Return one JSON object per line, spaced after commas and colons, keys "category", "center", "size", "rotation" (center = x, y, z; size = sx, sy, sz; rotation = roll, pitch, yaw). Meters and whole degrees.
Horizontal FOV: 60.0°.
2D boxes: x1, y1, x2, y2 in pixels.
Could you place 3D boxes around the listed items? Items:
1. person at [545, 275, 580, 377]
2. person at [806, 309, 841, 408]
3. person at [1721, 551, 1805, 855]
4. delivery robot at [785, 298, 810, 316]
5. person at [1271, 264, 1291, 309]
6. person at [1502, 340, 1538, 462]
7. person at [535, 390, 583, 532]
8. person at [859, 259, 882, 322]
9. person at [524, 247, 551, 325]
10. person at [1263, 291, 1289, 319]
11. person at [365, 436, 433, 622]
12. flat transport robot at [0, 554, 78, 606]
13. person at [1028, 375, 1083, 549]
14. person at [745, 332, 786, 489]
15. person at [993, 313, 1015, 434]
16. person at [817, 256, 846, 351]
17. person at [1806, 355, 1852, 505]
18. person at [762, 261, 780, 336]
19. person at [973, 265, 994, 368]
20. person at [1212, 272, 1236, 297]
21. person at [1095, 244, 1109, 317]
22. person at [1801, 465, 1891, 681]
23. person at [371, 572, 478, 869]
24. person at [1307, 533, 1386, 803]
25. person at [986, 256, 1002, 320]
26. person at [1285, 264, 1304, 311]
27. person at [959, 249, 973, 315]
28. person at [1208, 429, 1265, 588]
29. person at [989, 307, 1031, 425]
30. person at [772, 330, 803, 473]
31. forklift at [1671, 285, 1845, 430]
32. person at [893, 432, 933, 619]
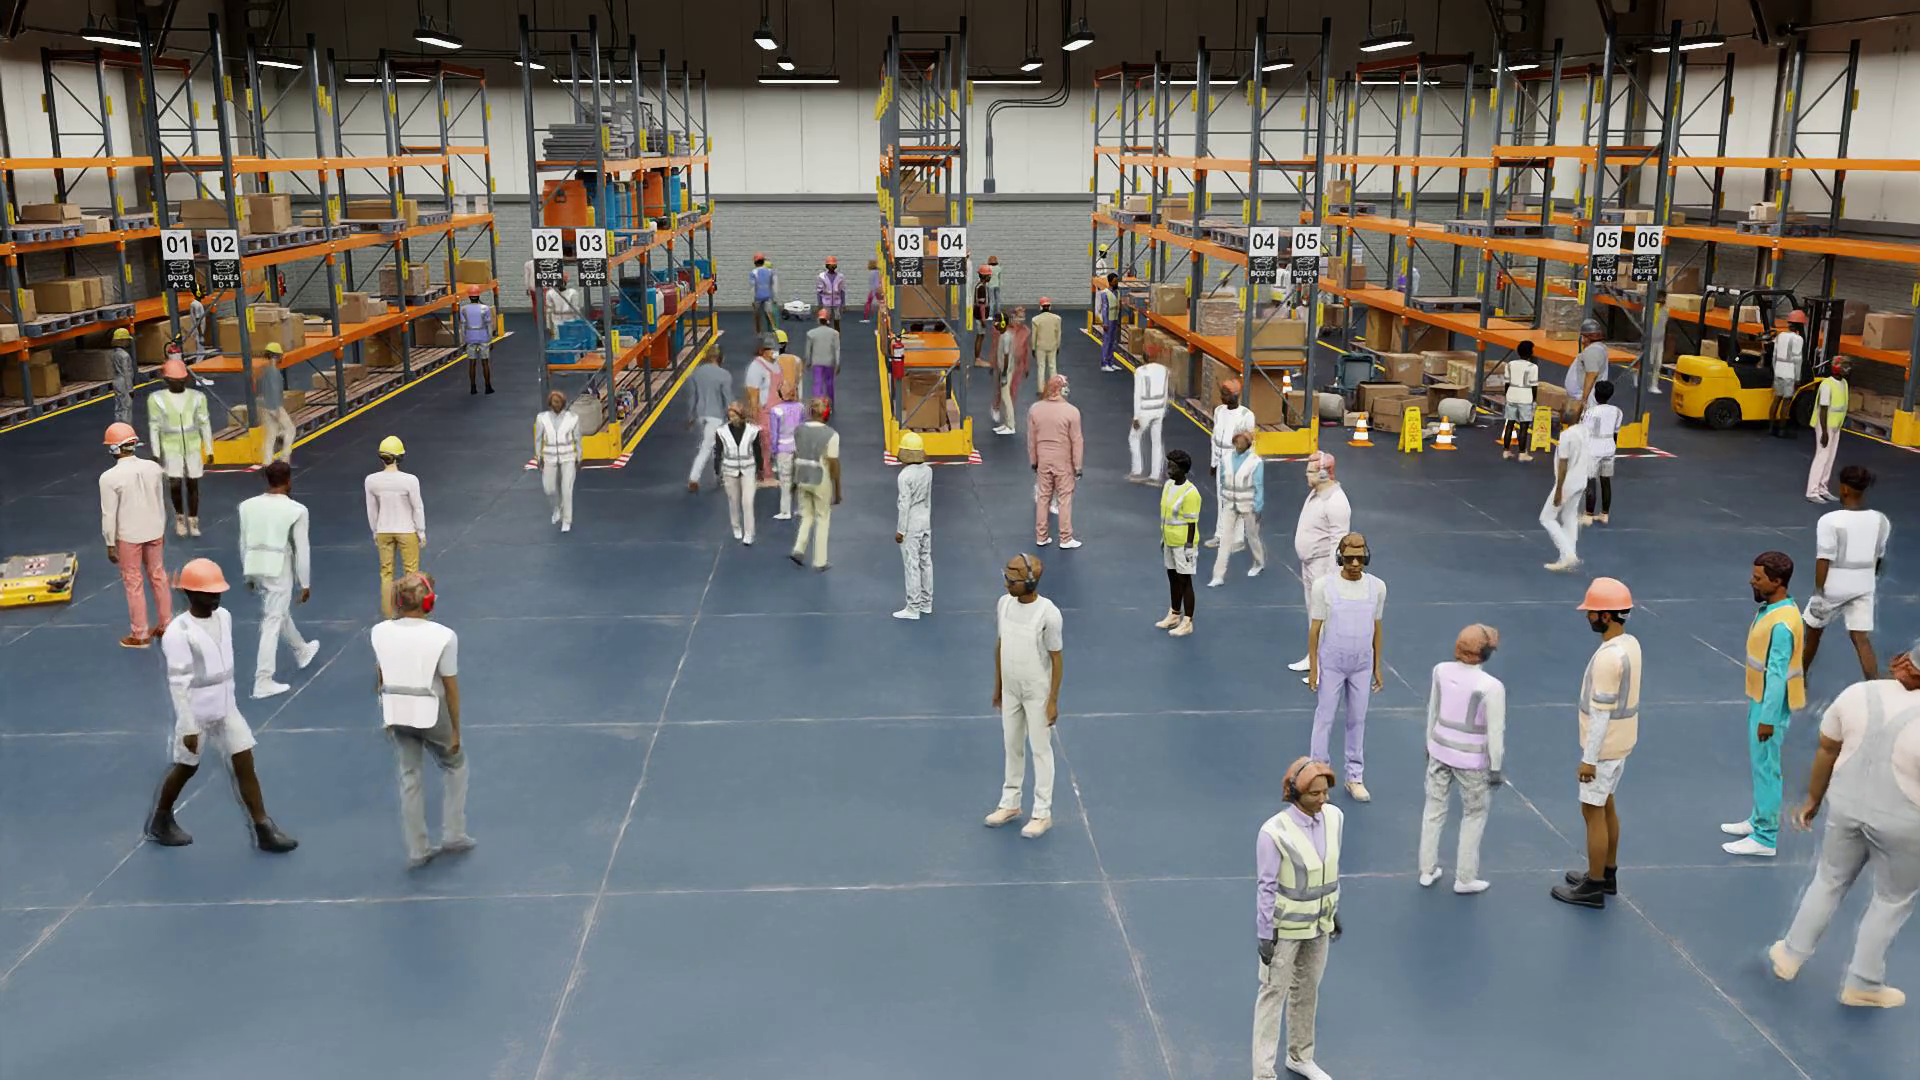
{"category": "person", "center": [-7.562, -4.086, 31.615], "size": [0.652, 2.018, 0.665], "rotation": [0, 13, -1]}
{"category": "person", "center": [-2.265, -2.969, 27.573], "size": [0.577, 1.702, 0.936], "rotation": [0, 13, -2]}
{"category": "person", "center": [5.016, 1.004, 10.299], "size": [0.380, 1.910, 0.592], "rotation": [5, 14, 20]}
{"category": "delivery robot", "center": [-4.126, -5.895, 42.222], "size": [0.707, 0.478, 0.477], "rotation": [12, 18, 43]}
{"category": "person", "center": [7.359, -5.557, 38.161], "size": [0.358, 1.880, 0.575], "rotation": [-9, 16, -32]}
{"category": "person", "center": [7.833, -1.944, 23.232], "size": [0.318, 1.698, 0.539], "rotation": [-9, 16, -34]}
{"category": "person", "center": [-4.566, -0.905, 18.968], "size": [0.534, 1.626, 0.364], "rotation": [-1, 13, -5]}
{"category": "person", "center": [-2.096, -6.208, 41.531], "size": [0.880, 1.592, 0.493], "rotation": [8, 16, 31]}
{"category": "person", "center": [-10.334, -6.212, 40.771], "size": [0.628, 1.961, 0.933], "rotation": [-3, 14, -14]}
{"category": "person", "center": [5.828, -3.769, 30.889], "size": [0.528, 1.737, 0.830], "rotation": [-3, 14, -11]}
{"category": "person", "center": [-5.117, -0.068, 15.144], "size": [0.524, 1.769, 0.309], "rotation": [1, 13, 4]}
{"category": "flat transport robot", "center": [-9.170, 0.365, 16.513], "size": [0.652, 0.197, 1.431], "rotation": [-6, 15, -24]}
{"category": "person", "center": [1.064, -0.851, 18.178], "size": [0.665, 1.909, 0.404], "rotation": [9, 16, 32]}
{"category": "person", "center": [-2.422, -1.668, 21.333], "size": [0.535, 2.000, 0.693], "rotation": [4, 14, 16]}
{"category": "person", "center": [0.672, -2.552, 25.482], "size": [0.327, 1.860, 0.500], "rotation": [-1, 13, -6]}
{"category": "person", "center": [-2.762, -5.088, 35.805], "size": [0.614, 2.048, 0.361], "rotation": [-3, 14, -12]}
{"category": "person", "center": [10.706, -1.372, 20.509], "size": [0.572, 1.844, 0.382], "rotation": [-12, 18, -41]}
{"category": "person", "center": [-4.427, -5.590, 38.569], "size": [0.527, 1.759, 0.359], "rotation": [11, 17, 40]}
{"category": "person", "center": [0.471, -4.463, 33.204], "size": [0.409, 2.035, 0.606], "rotation": [0, 13, -1]}
{"category": "person", "center": [5.646, -4.877, 35.605], "size": [0.534, 1.724, 0.890], "rotation": [3, 14, 11]}
{"category": "person", "center": [3.587, -6.548, 42.259], "size": [0.383, 1.923, 0.590], "rotation": [4, 14, 15]}
{"category": "person", "center": [6.932, 0.365, 13.009], "size": [0.631, 1.913, 1.019], "rotation": [-2, 13, -7]}
{"category": "person", "center": [-3.252, 1.083, 10.151], "size": [0.566, 1.827, 0.578], "rotation": [2, 13, 9]}
{"category": "person", "center": [2.571, 0.849, 11.090], "size": [0.513, 1.845, 0.340], "rotation": [-1, 13, -6]}
{"category": "person", "center": [0.845, -6.415, 42.338], "size": [0.509, 1.626, 0.282], "rotation": [-9, 16, -34]}
{"category": "person", "center": [9.049, -7.103, 44.647], "size": [0.651, 1.906, 0.403], "rotation": [10, 17, 36]}
{"category": "person", "center": [0.140, -6.724, 43.395], "size": [0.350, 1.743, 0.567], "rotation": [3, 14, 14]}
{"category": "person", "center": [2.843, -0.347, 16.696], "size": [0.530, 1.592, 0.867], "rotation": [11, 17, 38]}
{"category": "person", "center": [0.803, -2.748, 26.263], "size": [0.725, 1.875, 0.411], "rotation": [-7, 15, -26]}
{"category": "person", "center": [-2.400, -1.862, 22.405], "size": [0.594, 1.922, 0.384], "rotation": [-10, 16, -35]}
{"category": "forklift", "center": [12.503, -2.886, 26.166], "size": [2.313, 2.155, 1.214], "rotation": [-1, 13, -3]}
{"category": "person", "center": [-0.445, -0.137, 15.487], "size": [0.295, 1.744, 0.491], "rotation": [8, 15, 30]}
